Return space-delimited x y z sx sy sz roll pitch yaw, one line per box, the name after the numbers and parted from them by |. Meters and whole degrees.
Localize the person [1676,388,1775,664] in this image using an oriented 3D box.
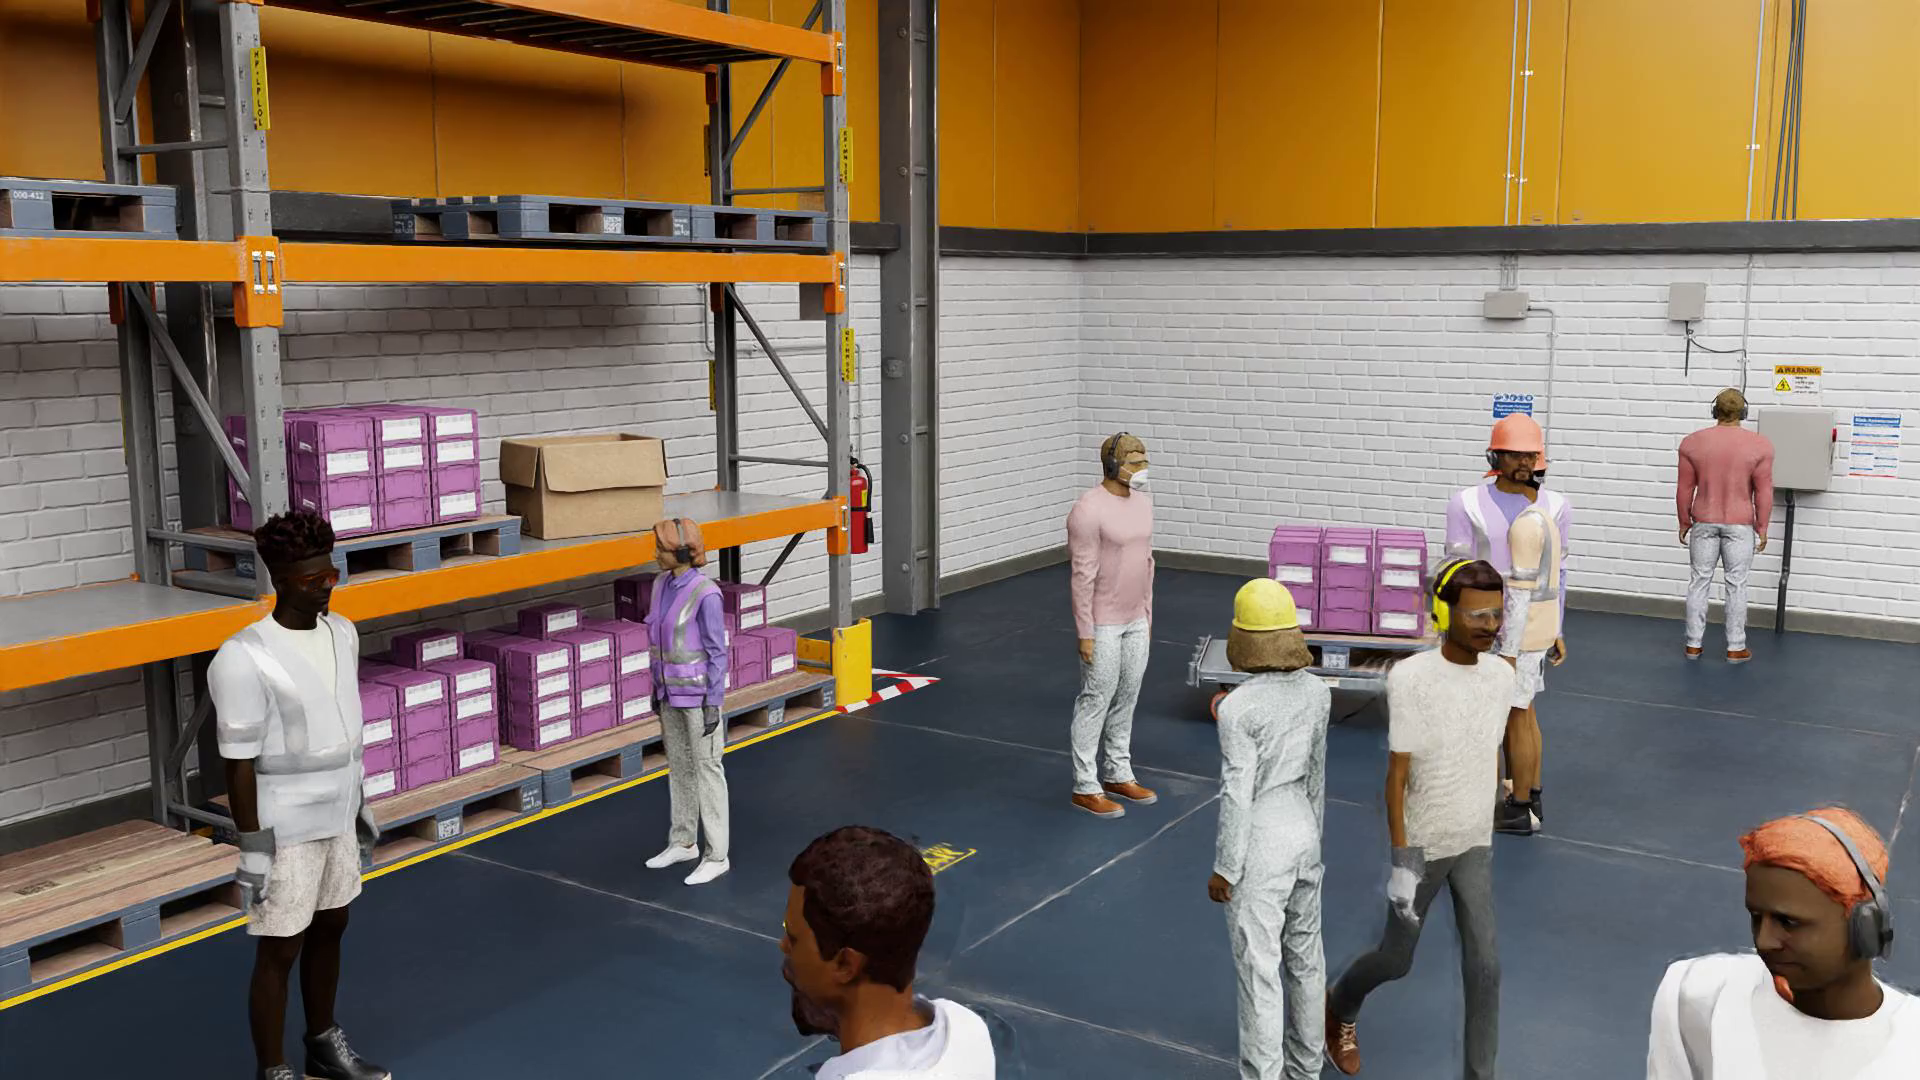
5.365 -0.100 11.700 0.630 1.940 0.372 6 11 34 | person

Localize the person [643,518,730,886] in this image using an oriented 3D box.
-1.213 0.710 7.409 0.313 1.636 0.517 -7 11 -40 | person

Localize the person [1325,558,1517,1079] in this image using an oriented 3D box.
1.482 0.945 5.259 0.534 1.841 0.894 -3 9 -20 | person

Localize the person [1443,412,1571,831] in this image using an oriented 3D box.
2.649 0.403 8.075 0.605 2.048 0.365 0 9 -1 | person

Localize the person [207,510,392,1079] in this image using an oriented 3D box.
-2.072 0.875 5.268 0.361 1.963 0.612 2 9 15 | person

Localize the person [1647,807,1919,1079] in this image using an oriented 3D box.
1.395 1.328 2.790 0.951 1.831 0.595 -8 12 -41 | person

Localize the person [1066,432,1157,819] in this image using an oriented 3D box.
0.774 0.417 8.373 0.362 1.932 0.629 8 12 40 | person

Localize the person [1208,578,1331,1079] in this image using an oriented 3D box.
0.965 0.985 5.288 0.488 1.741 0.316 -7 11 -39 | person

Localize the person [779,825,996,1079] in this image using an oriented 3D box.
-0.055 1.352 2.493 0.947 1.884 0.595 2 9 14 | person

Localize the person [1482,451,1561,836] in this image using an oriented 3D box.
2.709 0.463 8.106 0.390 1.923 0.548 4 10 26 | person
